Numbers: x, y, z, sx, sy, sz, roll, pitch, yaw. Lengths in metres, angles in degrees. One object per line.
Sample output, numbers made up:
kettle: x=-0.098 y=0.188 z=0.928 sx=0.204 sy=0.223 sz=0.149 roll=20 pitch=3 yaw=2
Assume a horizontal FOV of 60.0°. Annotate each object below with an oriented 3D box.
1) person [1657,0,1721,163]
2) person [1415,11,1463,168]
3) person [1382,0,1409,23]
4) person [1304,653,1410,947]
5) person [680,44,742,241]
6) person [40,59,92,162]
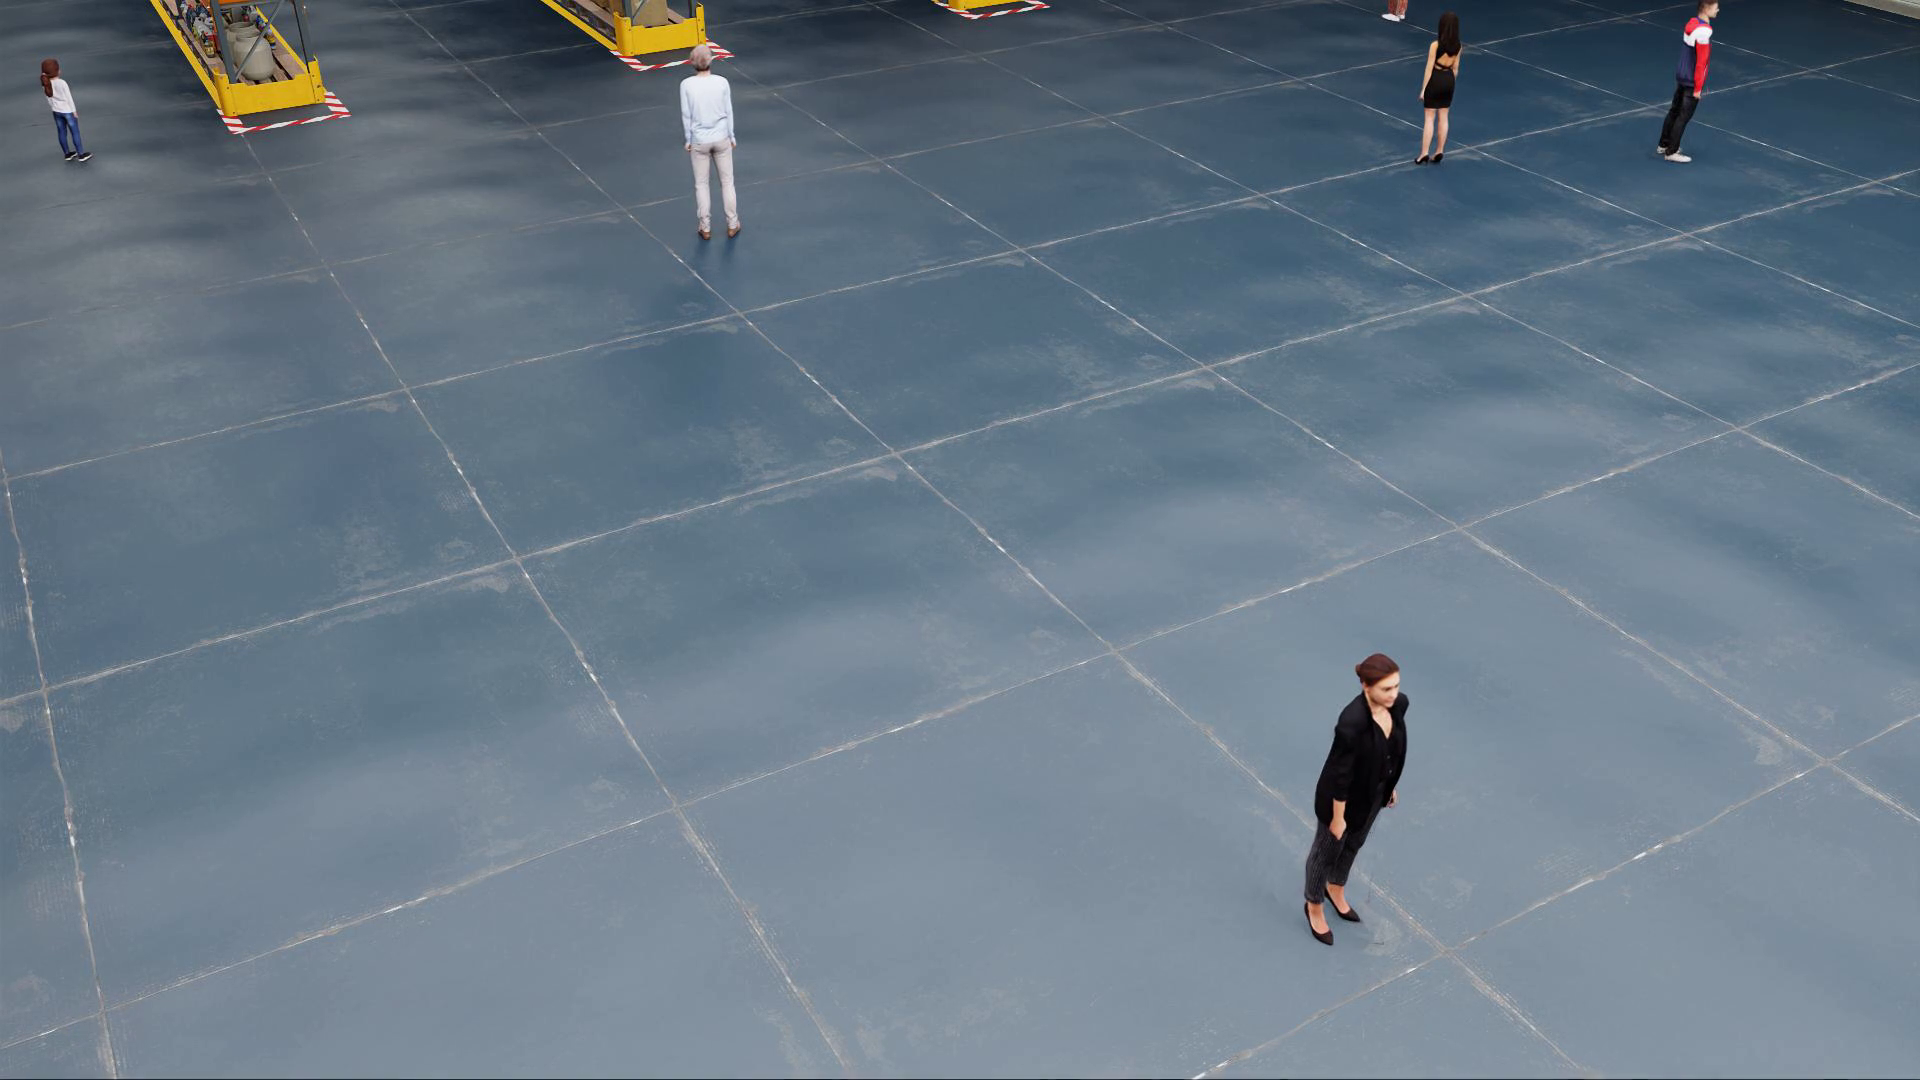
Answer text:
person: x=7.977 y=-5.050 z=18.174 sx=0.775 sy=1.756 sz=0.661 roll=2 pitch=32 yaw=3
person: x=5.195 y=-4.870 z=17.992 sx=0.581 sy=1.647 sz=0.550 roll=-10 pitch=33 yaw=-15
person: x=6.136 y=-8.034 z=23.087 sx=0.610 sy=1.561 sz=0.587 roll=-28 pitch=41 yaw=-36
person: x=1.941 y=1.256 z=8.214 sx=0.683 sy=1.718 sz=0.629 roll=-25 pitch=40 yaw=-34
person: x=-2.426 y=-3.870 z=16.175 sx=0.727 sy=1.894 sz=0.702 roll=-5 pitch=33 yaw=-9
person: x=-9.870 y=-4.735 z=18.281 sx=0.528 sy=1.109 sz=0.581 roll=4 pitch=32 yaw=7
